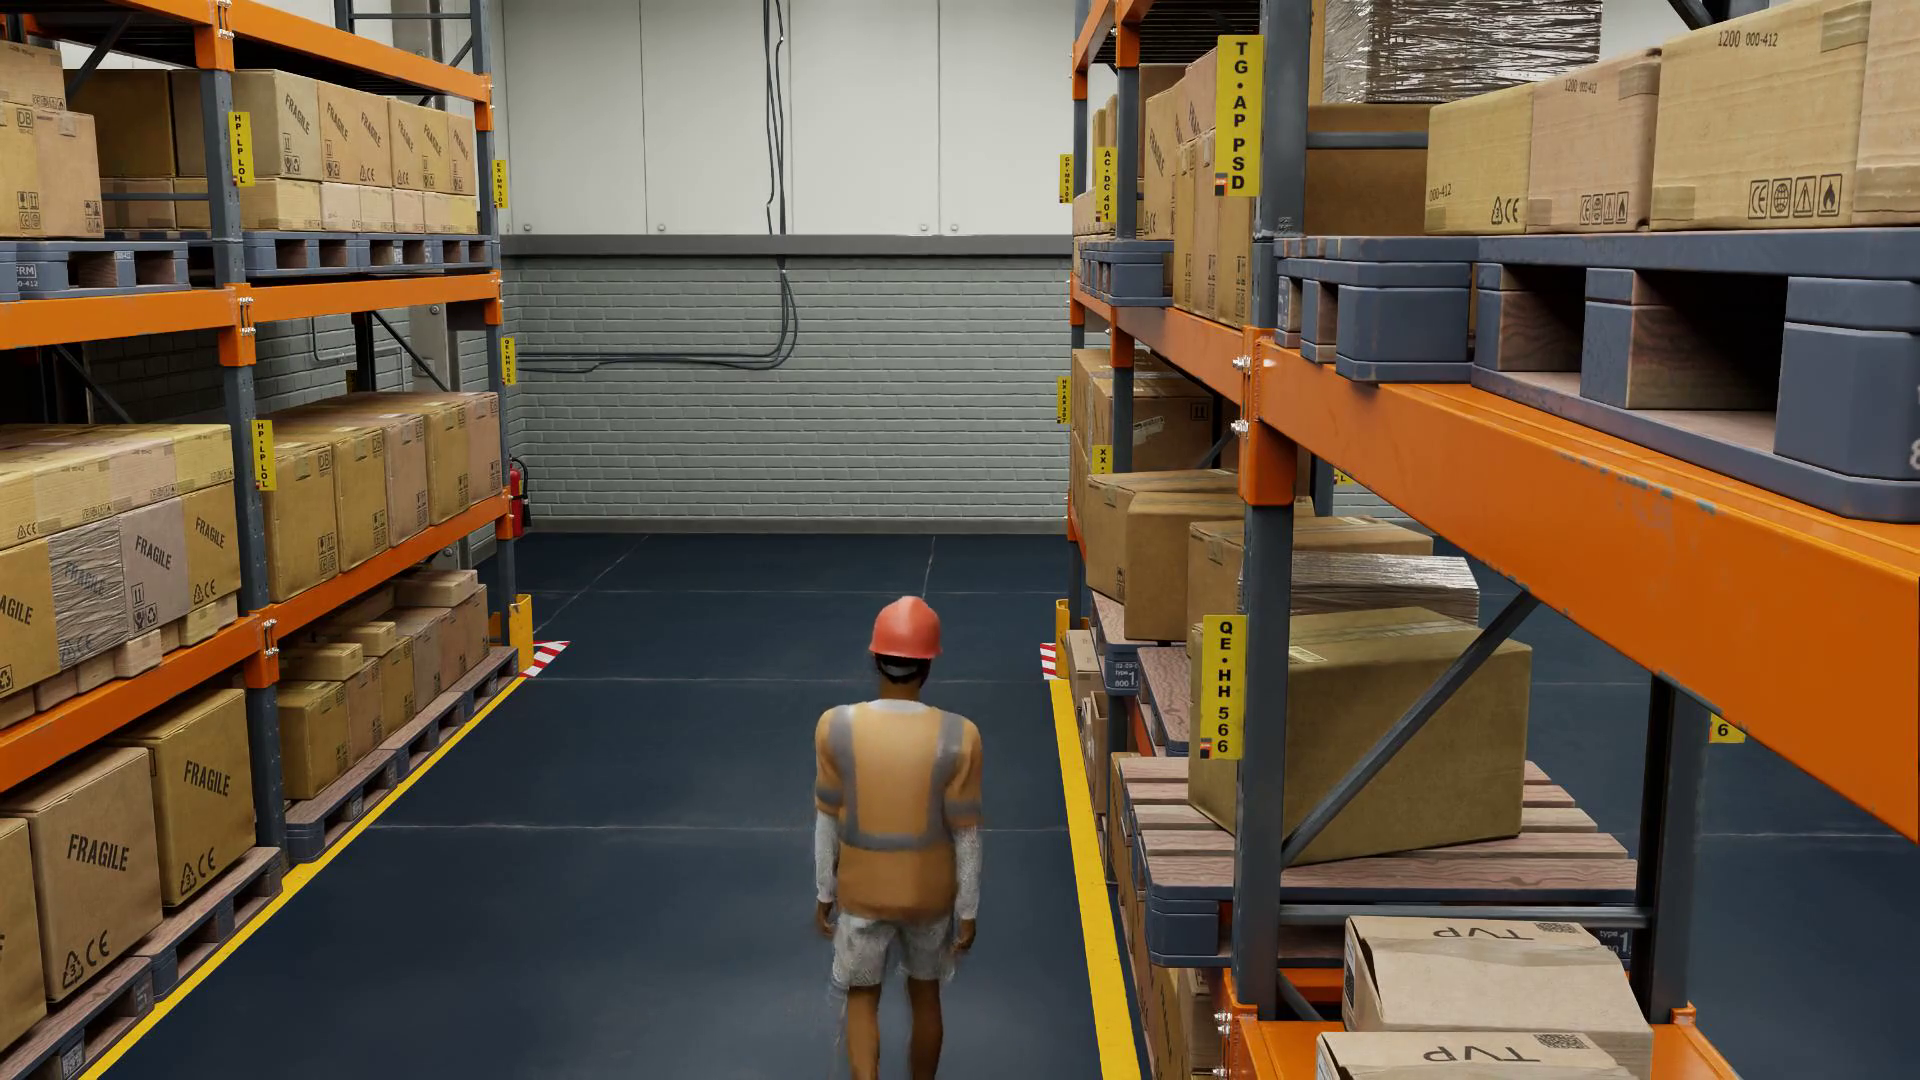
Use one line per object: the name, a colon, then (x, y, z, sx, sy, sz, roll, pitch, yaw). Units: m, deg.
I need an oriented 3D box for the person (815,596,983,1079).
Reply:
person: (-0.205, 1.136, 5.373, 0.564, 1.918, 0.674, 0, 10, 2)
